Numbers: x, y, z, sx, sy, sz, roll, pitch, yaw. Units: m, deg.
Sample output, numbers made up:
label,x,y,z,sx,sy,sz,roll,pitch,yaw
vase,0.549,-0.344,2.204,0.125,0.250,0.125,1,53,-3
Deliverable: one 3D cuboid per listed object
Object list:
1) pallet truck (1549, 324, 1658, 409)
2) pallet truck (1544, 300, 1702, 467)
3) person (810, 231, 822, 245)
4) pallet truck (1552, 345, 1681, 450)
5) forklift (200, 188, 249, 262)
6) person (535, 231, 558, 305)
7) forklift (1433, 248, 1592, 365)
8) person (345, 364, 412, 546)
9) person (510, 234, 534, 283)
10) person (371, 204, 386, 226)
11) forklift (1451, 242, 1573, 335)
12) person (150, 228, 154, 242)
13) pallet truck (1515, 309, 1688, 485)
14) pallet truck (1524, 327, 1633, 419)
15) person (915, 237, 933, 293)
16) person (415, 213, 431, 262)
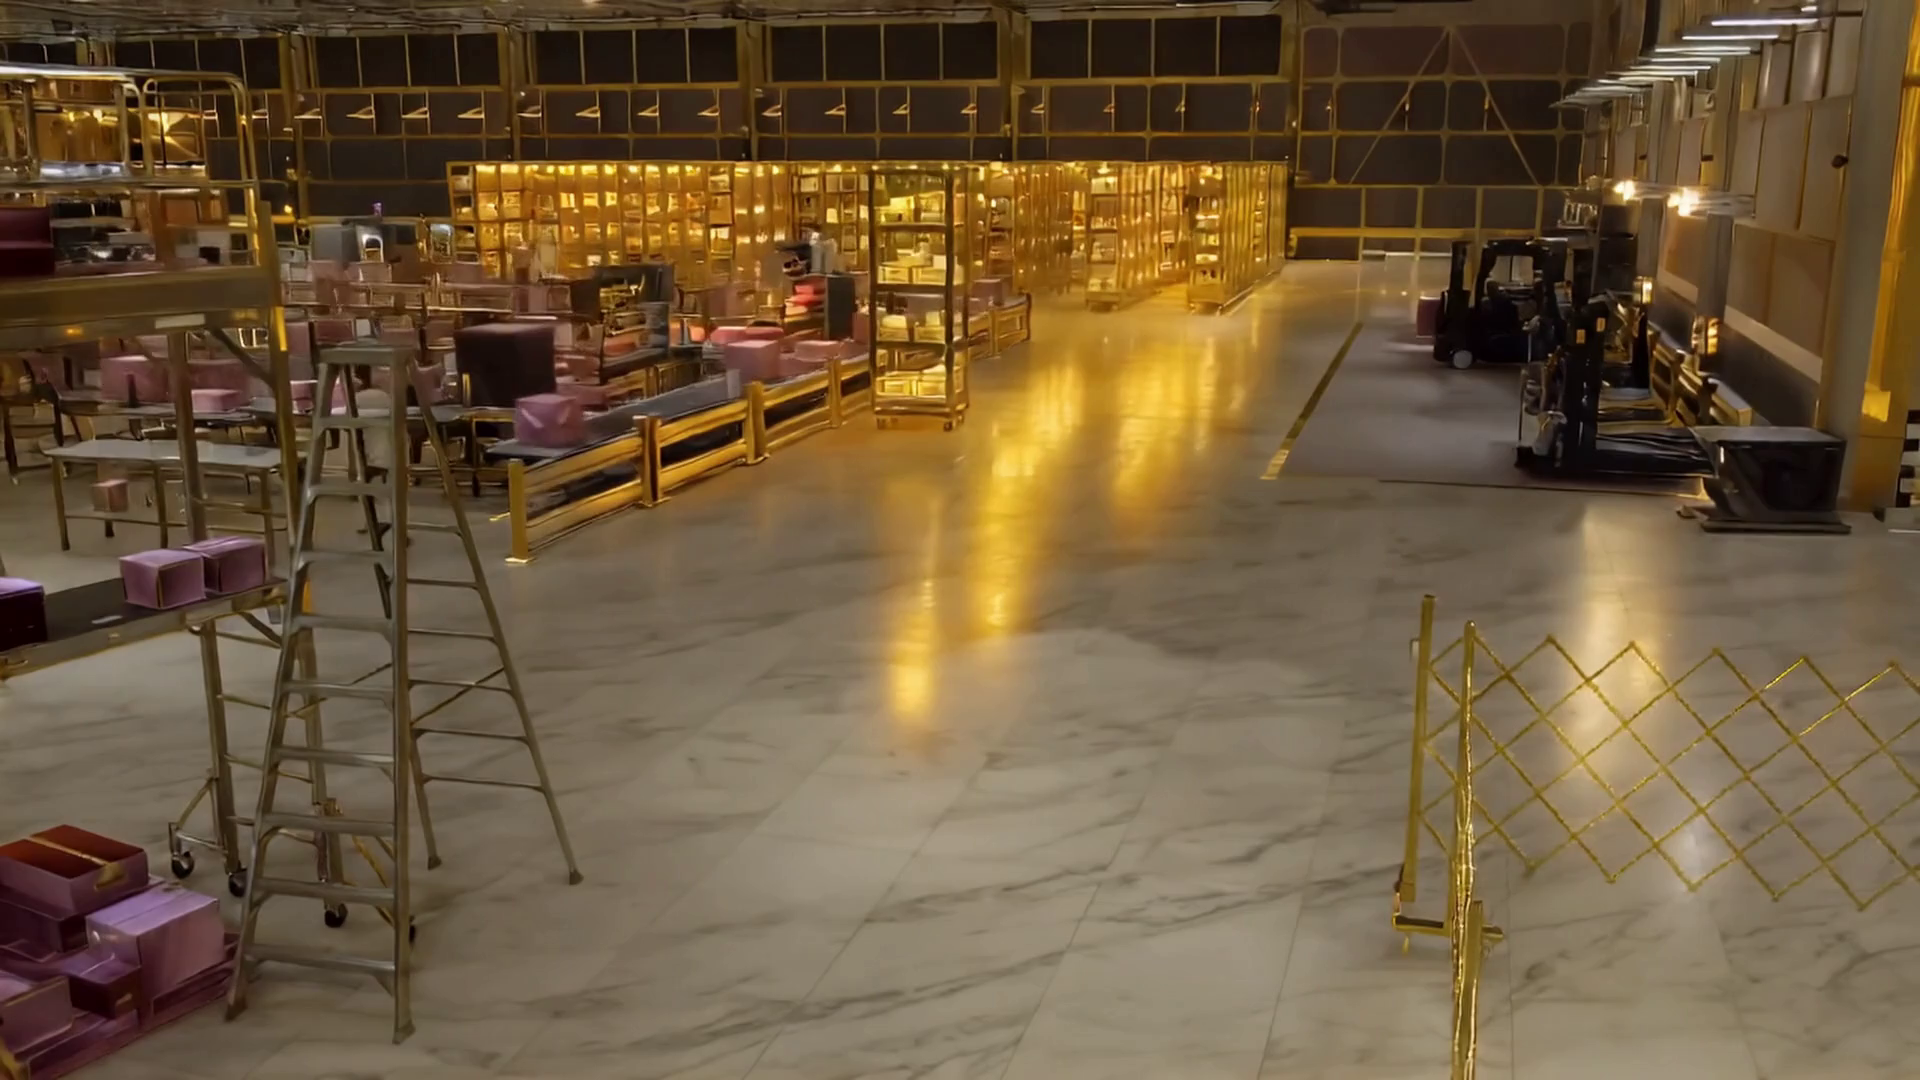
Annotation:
label,x,y,z,sx,sy,sz,roll,pitch,yaw
pallet truck,9.824,-2.669,25.407,1.601,1.201,0.680,4,14,16
pallet truck,8.263,-1.952,20.631,1.885,1.965,0.823,5,14,20
person,-3.527,-6.615,40.898,1.040,1.933,0.651,7,15,29
pallet truck,8.641,-1.896,21.908,1.630,1.274,0.653,4,14,16
forklift,-26.460,-11.332,59.220,1.129,2.768,1.873,4,14,16
person,-10.623,-6.983,42.645,0.814,1.874,0.666,10,16,36
forklift,9.780,-4.111,29.280,2.680,1.987,1.157,3,13,14
person,-5.691,-0.842,16.263,0.570,1.813,0.988,-11,17,-40
person,-11.069,-6.826,42.085,0.609,1.808,0.487,-8,15,-30
person,-22.243,-11.903,63.743,0.551,1.936,0.357,-9,16,-35
forklift,10.464,-4.597,31.405,2.680,1.987,1.157,4,14,16
person,-24.691,-8.978,51.175,0.403,1.914,0.633,-8,15,-30
pallet truck,7.554,-1.677,19.446,1.885,1.965,0.823,3,13,14
pallet truck,9.065,-2.460,24.370,1.522,1.261,0.704,3,13,14
person,-0.906,-6.494,40.690,0.843,1.805,0.603,4,14,17
person,-19.121,-10.752,59.223,0.485,1.735,0.347,-7,15,-28
